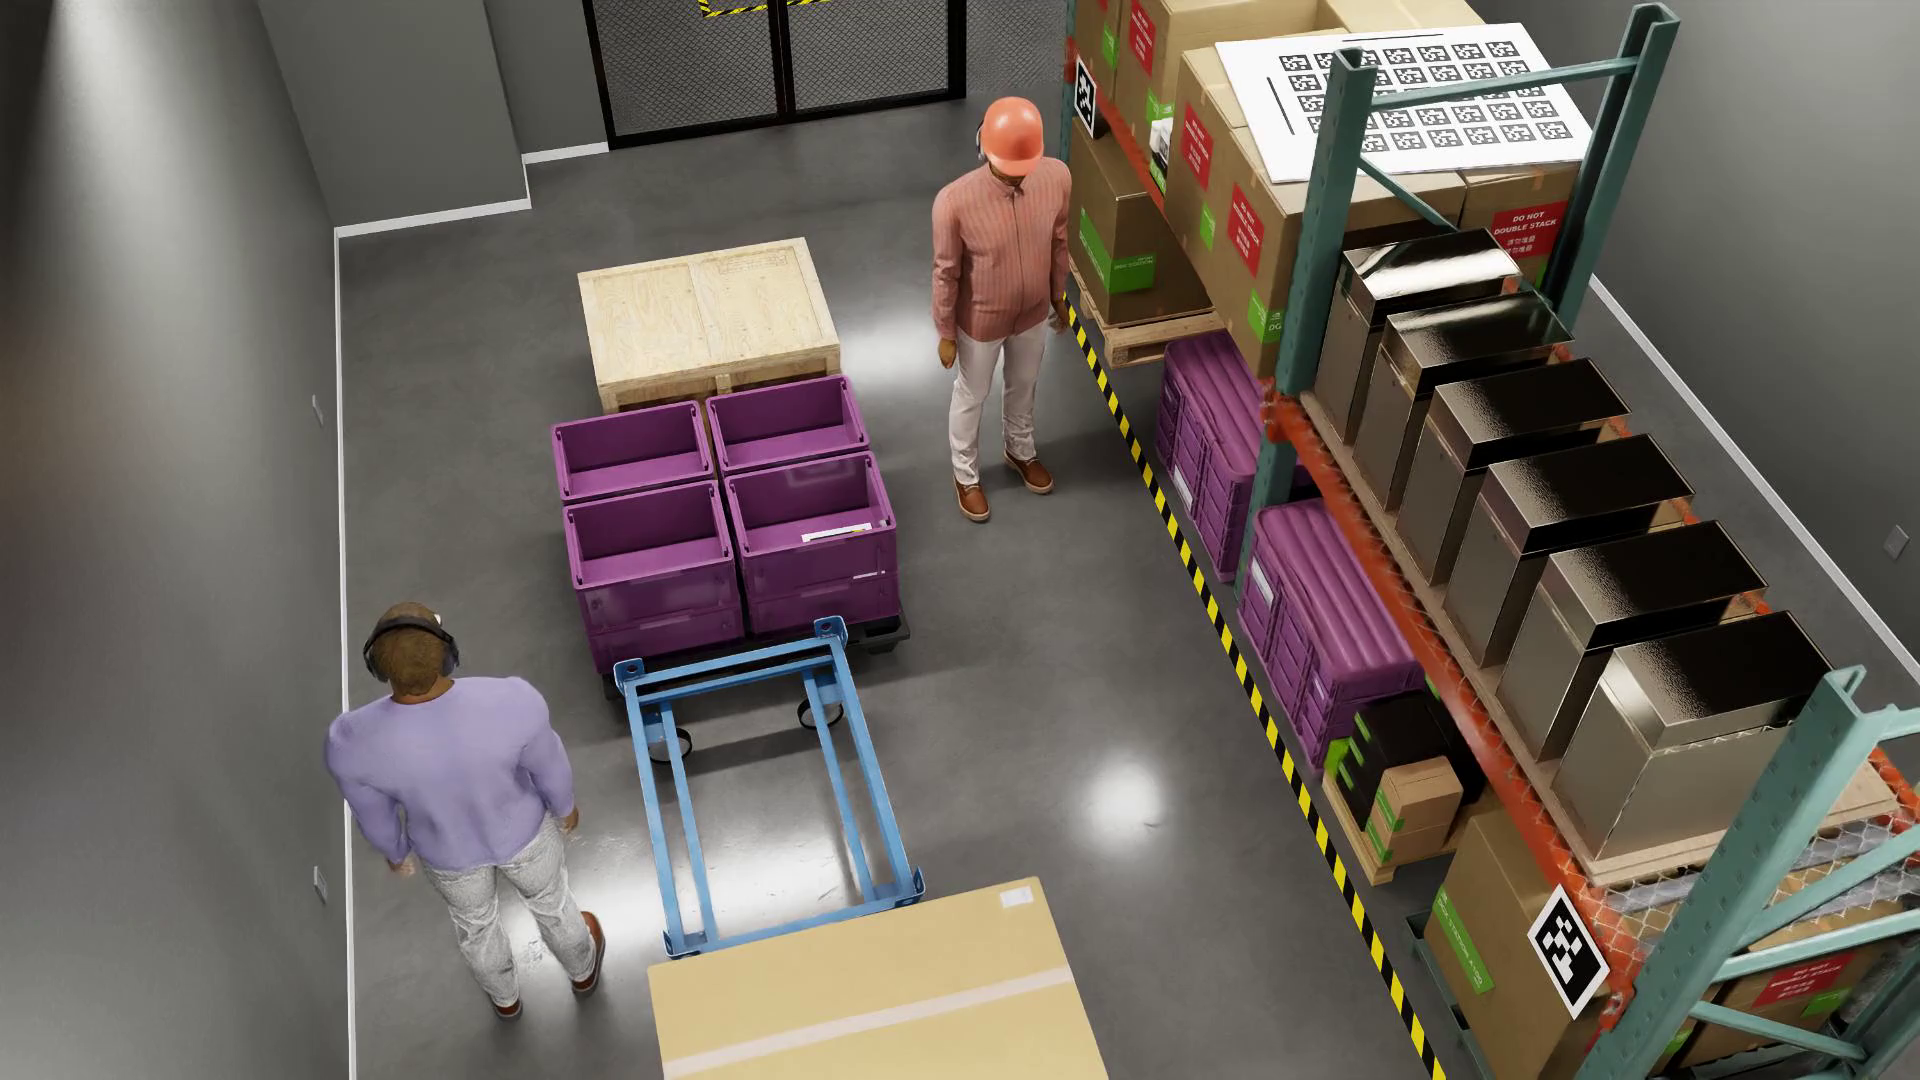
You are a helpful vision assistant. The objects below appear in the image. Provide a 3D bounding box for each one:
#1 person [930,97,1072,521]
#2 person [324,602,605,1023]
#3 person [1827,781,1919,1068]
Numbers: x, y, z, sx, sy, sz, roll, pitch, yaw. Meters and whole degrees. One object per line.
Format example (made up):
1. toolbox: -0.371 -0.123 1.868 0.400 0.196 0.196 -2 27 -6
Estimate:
1. person: 0.177 -0.916 6.695 0.622 1.985 0.388 -23 51 -20
2. person: -1.471 0.874 5.083 0.627 1.941 0.374 -12 49 -11
3. person: 3.059 0.958 5.117 0.425 1.783 0.667 15 49 13
